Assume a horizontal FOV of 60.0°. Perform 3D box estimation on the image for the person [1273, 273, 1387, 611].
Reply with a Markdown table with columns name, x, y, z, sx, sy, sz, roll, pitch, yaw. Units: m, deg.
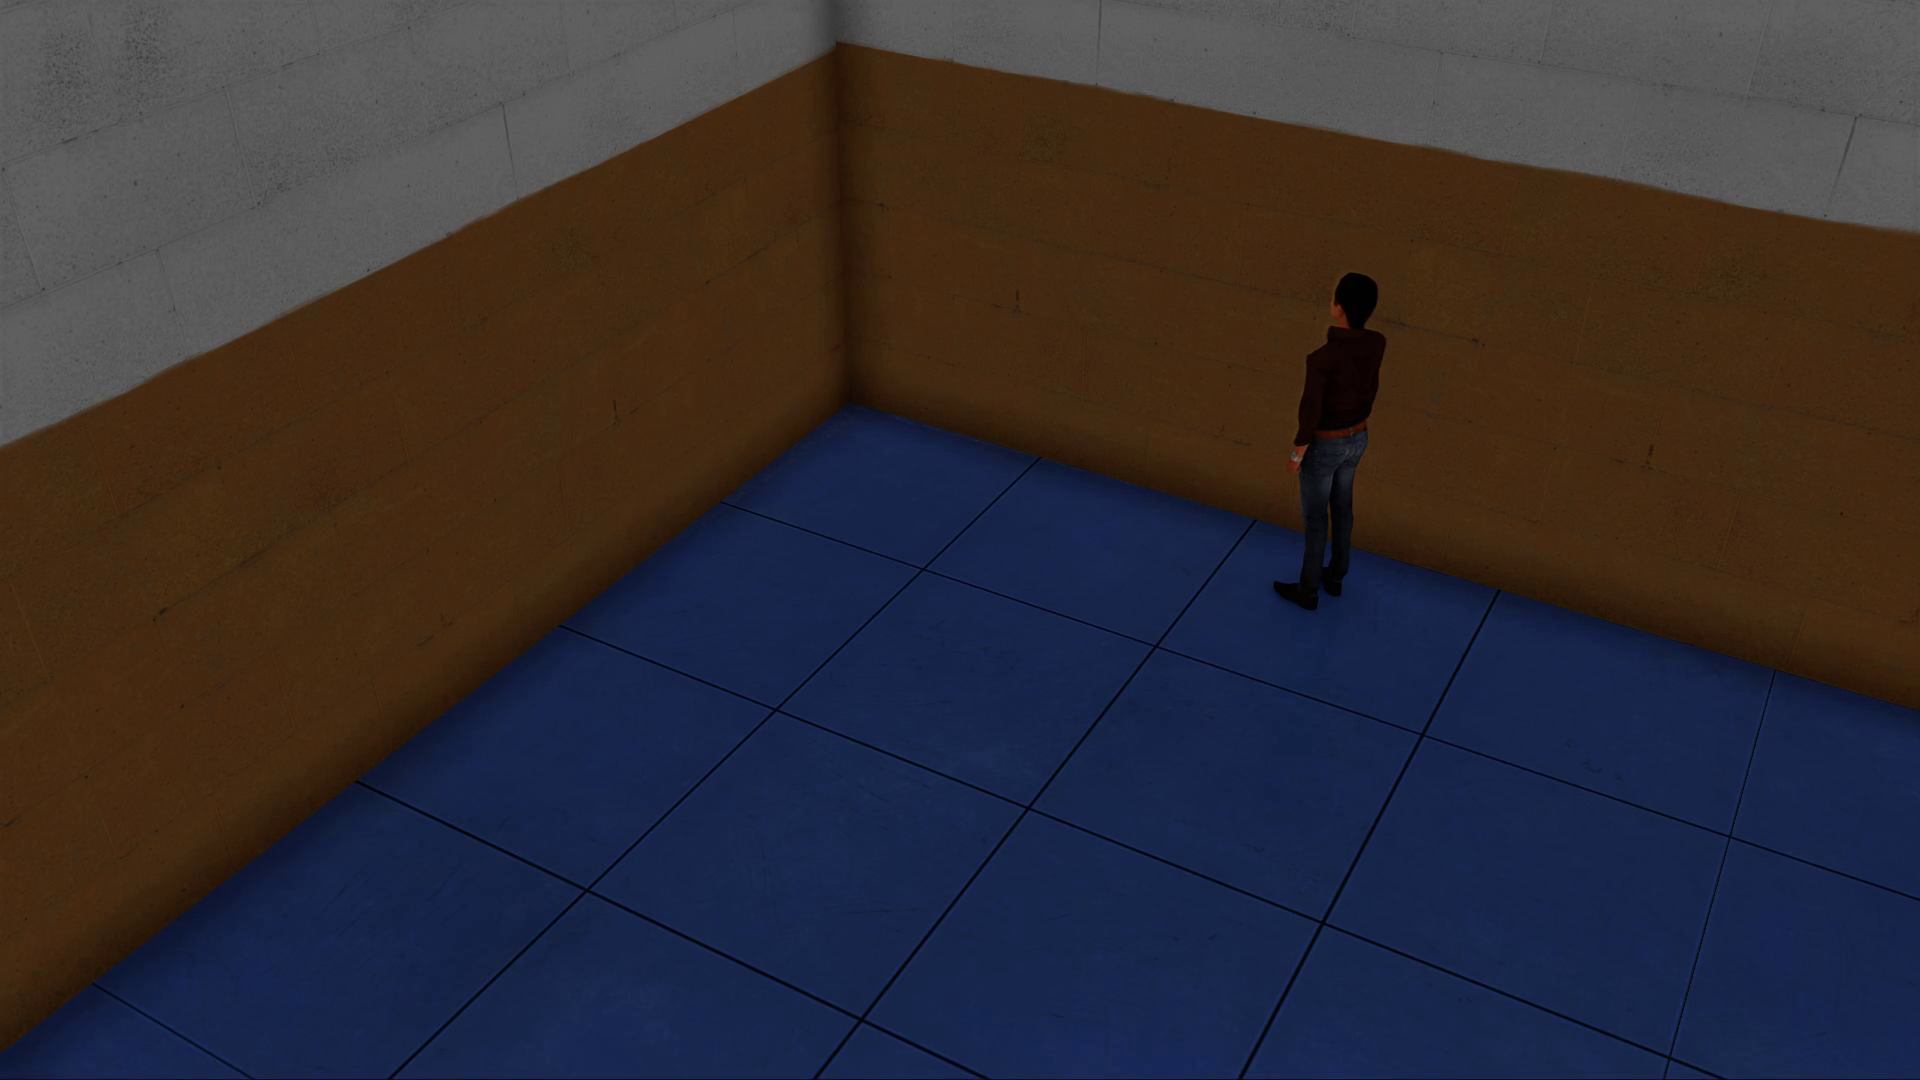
| name | x | y | z | sx | sy | sz | roll | pitch | yaw |
| --- | --- | --- | --- | --- | --- | --- | --- | --- | --- |
| person | 1.814 | -0.463 | 8.043 | 0.623 | 1.782 | 0.775 | -21 | 39 | -28 |
